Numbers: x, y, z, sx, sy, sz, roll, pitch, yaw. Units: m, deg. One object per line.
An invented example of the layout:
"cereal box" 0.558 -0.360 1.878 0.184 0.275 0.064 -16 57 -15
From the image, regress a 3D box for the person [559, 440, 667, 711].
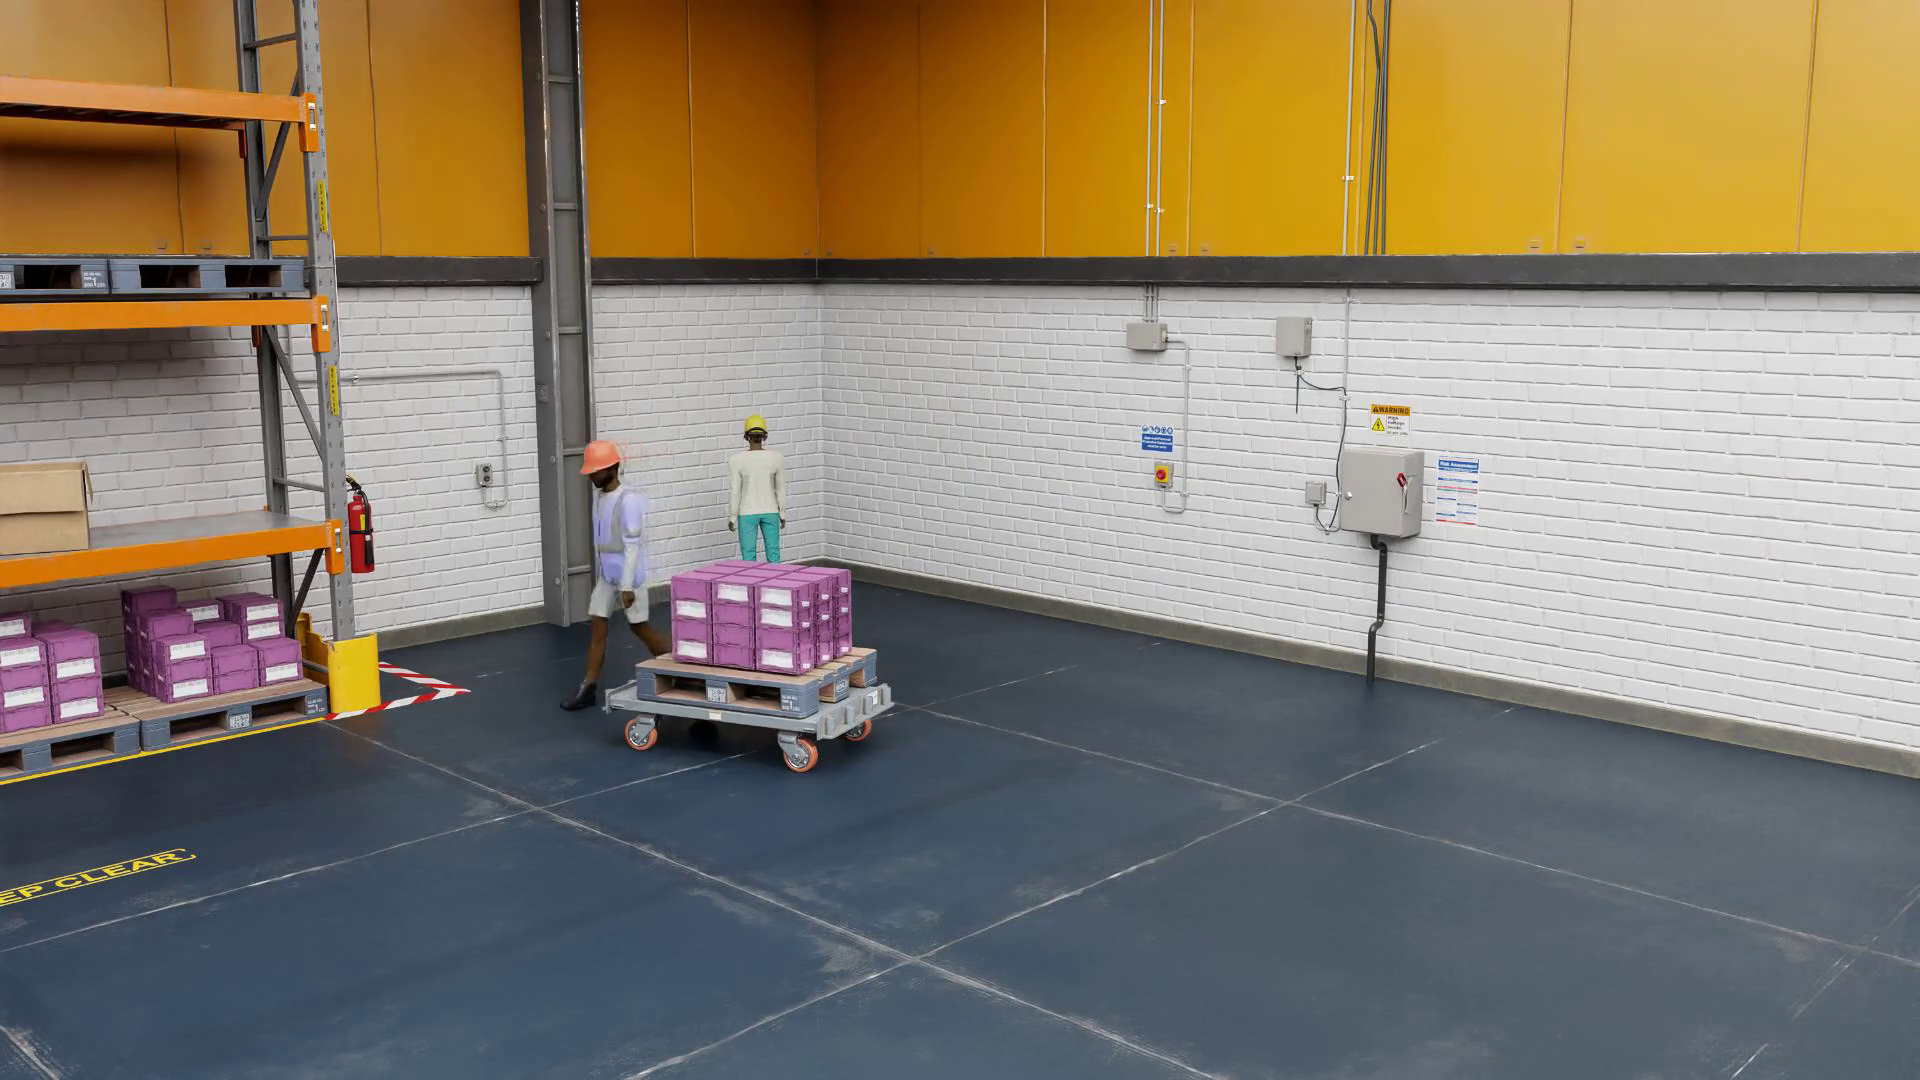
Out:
"person" -2.357 0.226 11.575 0.950 1.881 0.618 -9 13 -42

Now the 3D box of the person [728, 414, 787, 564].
"person" -1.785 -0.222 14.625 0.530 1.767 0.328 -4 10 -23
